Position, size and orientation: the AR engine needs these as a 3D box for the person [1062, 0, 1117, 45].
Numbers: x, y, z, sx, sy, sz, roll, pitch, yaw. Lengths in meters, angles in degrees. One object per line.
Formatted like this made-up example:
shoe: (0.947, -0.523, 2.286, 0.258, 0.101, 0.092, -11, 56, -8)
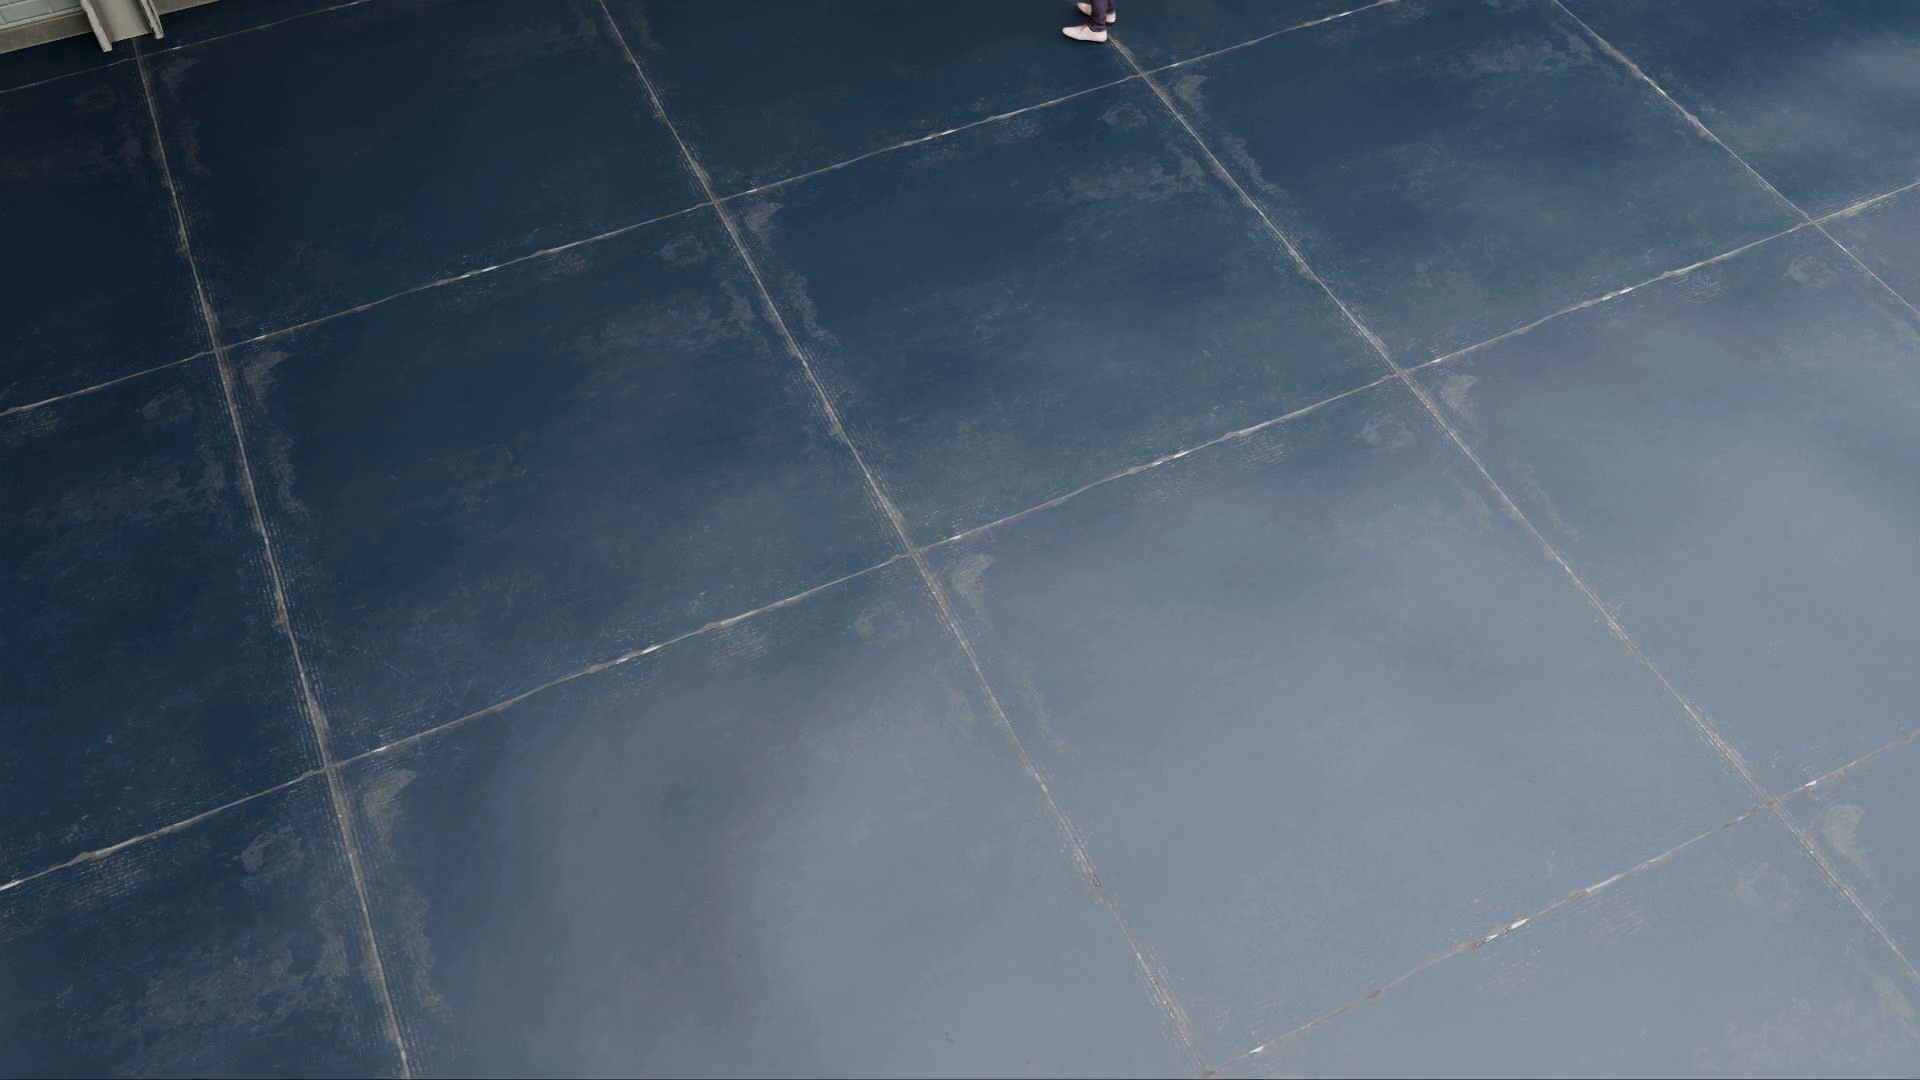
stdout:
person: (0.914, -4.032, 10.586, 0.839, 1.824, 0.766, 19, 55, 14)
